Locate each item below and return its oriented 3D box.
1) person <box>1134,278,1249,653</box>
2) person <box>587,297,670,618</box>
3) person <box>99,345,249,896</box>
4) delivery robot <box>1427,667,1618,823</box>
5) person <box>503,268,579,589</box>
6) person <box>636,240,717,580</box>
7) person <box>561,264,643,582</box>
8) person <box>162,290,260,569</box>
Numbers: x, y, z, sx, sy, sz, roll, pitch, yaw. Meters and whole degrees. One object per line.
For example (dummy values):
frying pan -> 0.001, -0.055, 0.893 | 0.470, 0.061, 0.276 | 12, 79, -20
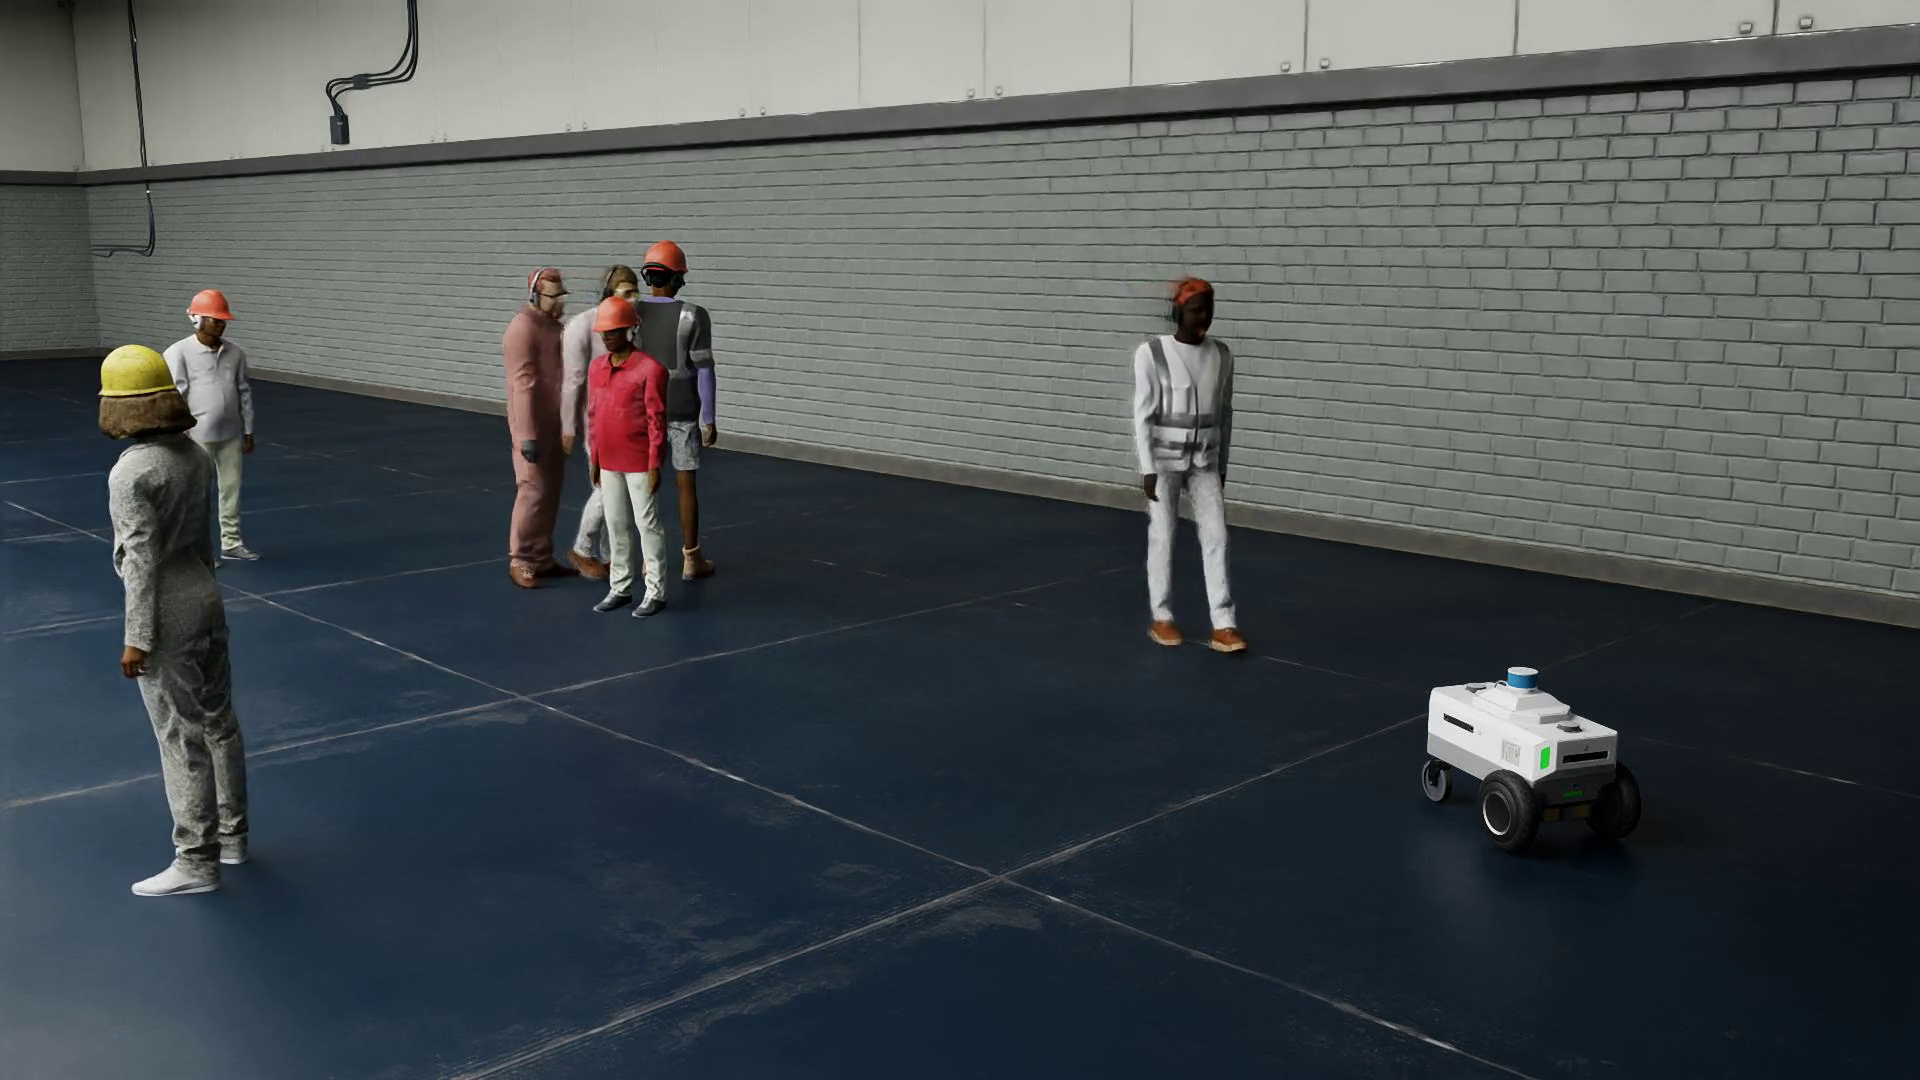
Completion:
person -> 1.157, -0.351, 8.241 | 0.595, 1.858, 0.741 | -3, 11, -18
person -> -1.833, -0.450, 9.096 | 0.565, 1.745, 0.348 | 7, 12, 32
person -> -2.513, 0.257, 5.263 | 0.313, 1.740, 0.487 | 0, 10, 3
delivery robot -> 1.971, 0.692, 5.869 | 0.477, 0.478, 0.707 | -4, 11, -18
person -> -2.479, -0.661, 9.887 | 0.433, 1.889, 0.719 | 2, 11, 10
person -> -1.761, -0.774, 10.056 | 0.614, 2.042, 0.373 | 2, 11, 9
person -> -2.070, -0.671, 9.866 | 0.425, 1.910, 0.655 | 7, 13, 34
person -> -4.680, -0.693, 10.450 | 0.355, 1.743, 0.560 | 6, 12, 29
